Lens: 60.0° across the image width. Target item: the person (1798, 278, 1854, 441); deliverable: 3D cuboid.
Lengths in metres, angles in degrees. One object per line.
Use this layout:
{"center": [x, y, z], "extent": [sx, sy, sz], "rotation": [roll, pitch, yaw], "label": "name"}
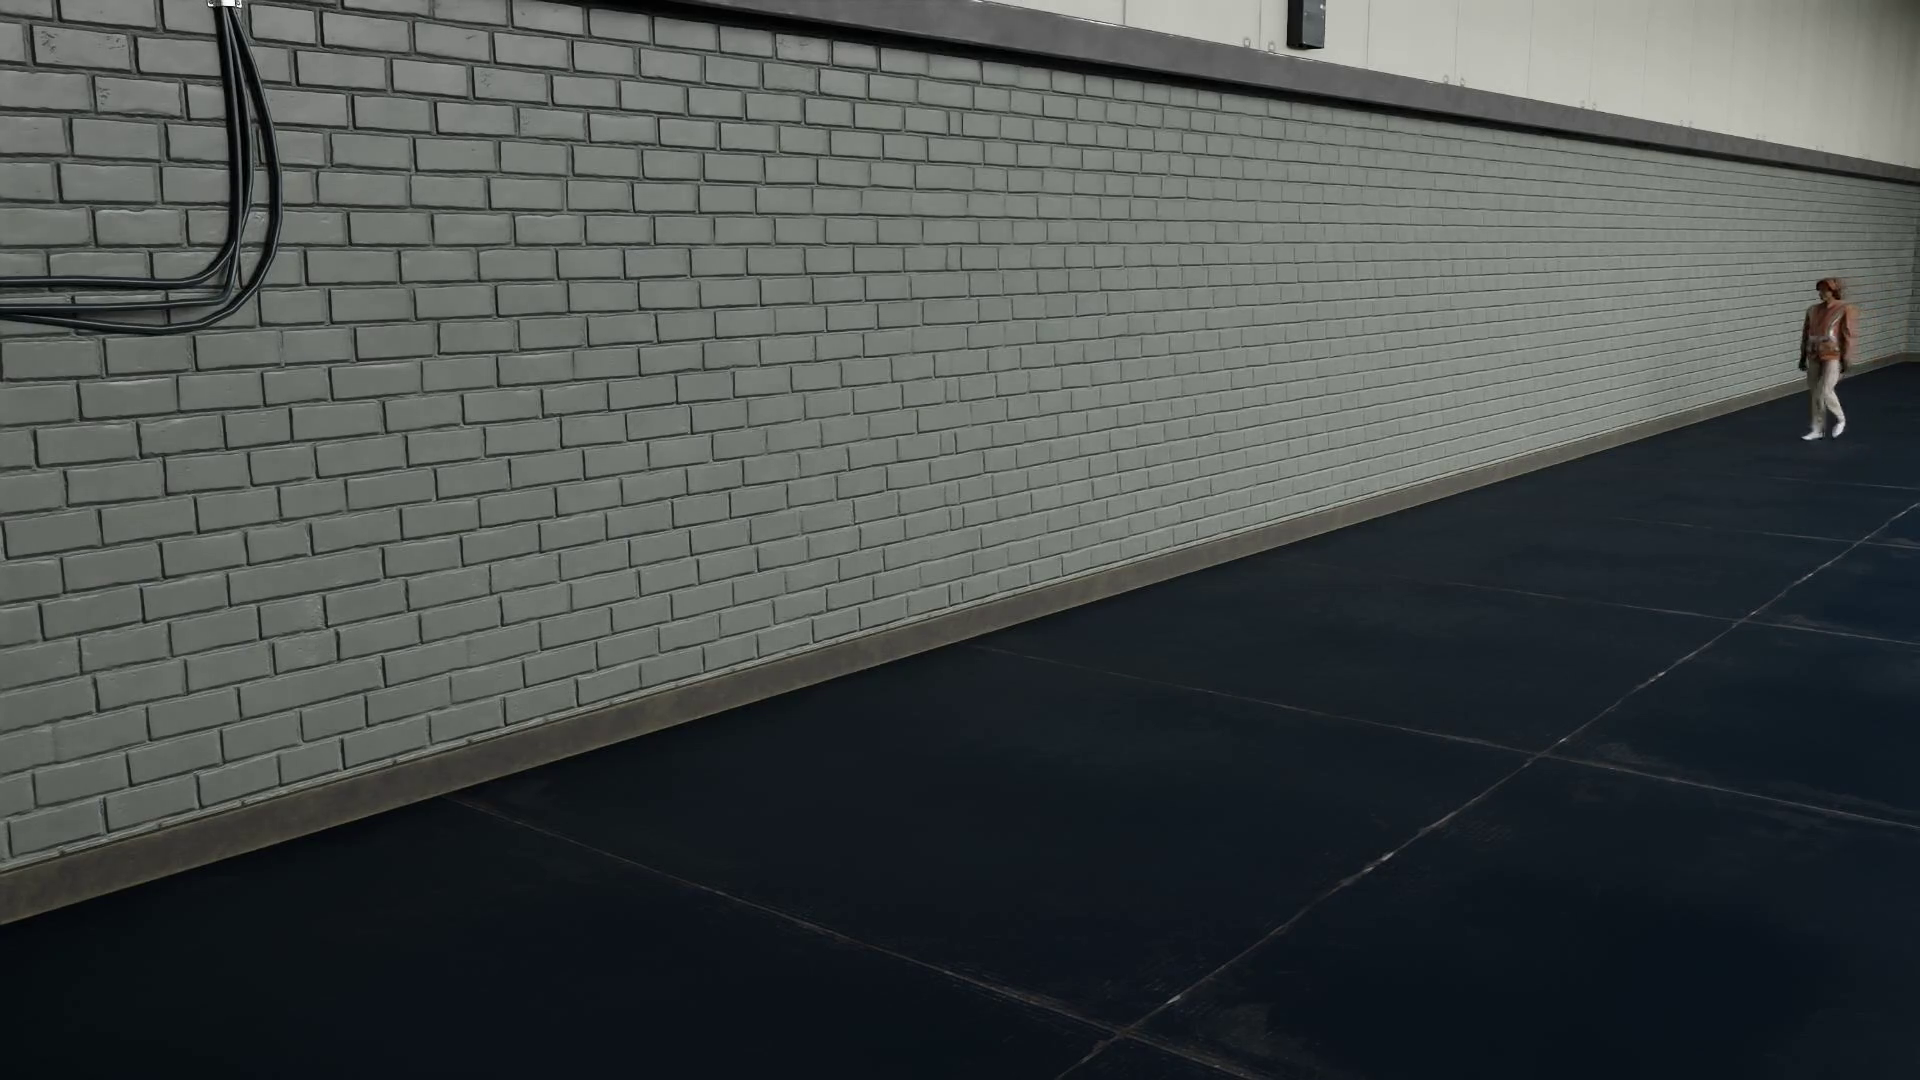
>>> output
{"center": [8.639, -1.801, 16.635], "extent": [0.355, 1.631, 0.515], "rotation": [-4, 11, -22], "label": "person"}
